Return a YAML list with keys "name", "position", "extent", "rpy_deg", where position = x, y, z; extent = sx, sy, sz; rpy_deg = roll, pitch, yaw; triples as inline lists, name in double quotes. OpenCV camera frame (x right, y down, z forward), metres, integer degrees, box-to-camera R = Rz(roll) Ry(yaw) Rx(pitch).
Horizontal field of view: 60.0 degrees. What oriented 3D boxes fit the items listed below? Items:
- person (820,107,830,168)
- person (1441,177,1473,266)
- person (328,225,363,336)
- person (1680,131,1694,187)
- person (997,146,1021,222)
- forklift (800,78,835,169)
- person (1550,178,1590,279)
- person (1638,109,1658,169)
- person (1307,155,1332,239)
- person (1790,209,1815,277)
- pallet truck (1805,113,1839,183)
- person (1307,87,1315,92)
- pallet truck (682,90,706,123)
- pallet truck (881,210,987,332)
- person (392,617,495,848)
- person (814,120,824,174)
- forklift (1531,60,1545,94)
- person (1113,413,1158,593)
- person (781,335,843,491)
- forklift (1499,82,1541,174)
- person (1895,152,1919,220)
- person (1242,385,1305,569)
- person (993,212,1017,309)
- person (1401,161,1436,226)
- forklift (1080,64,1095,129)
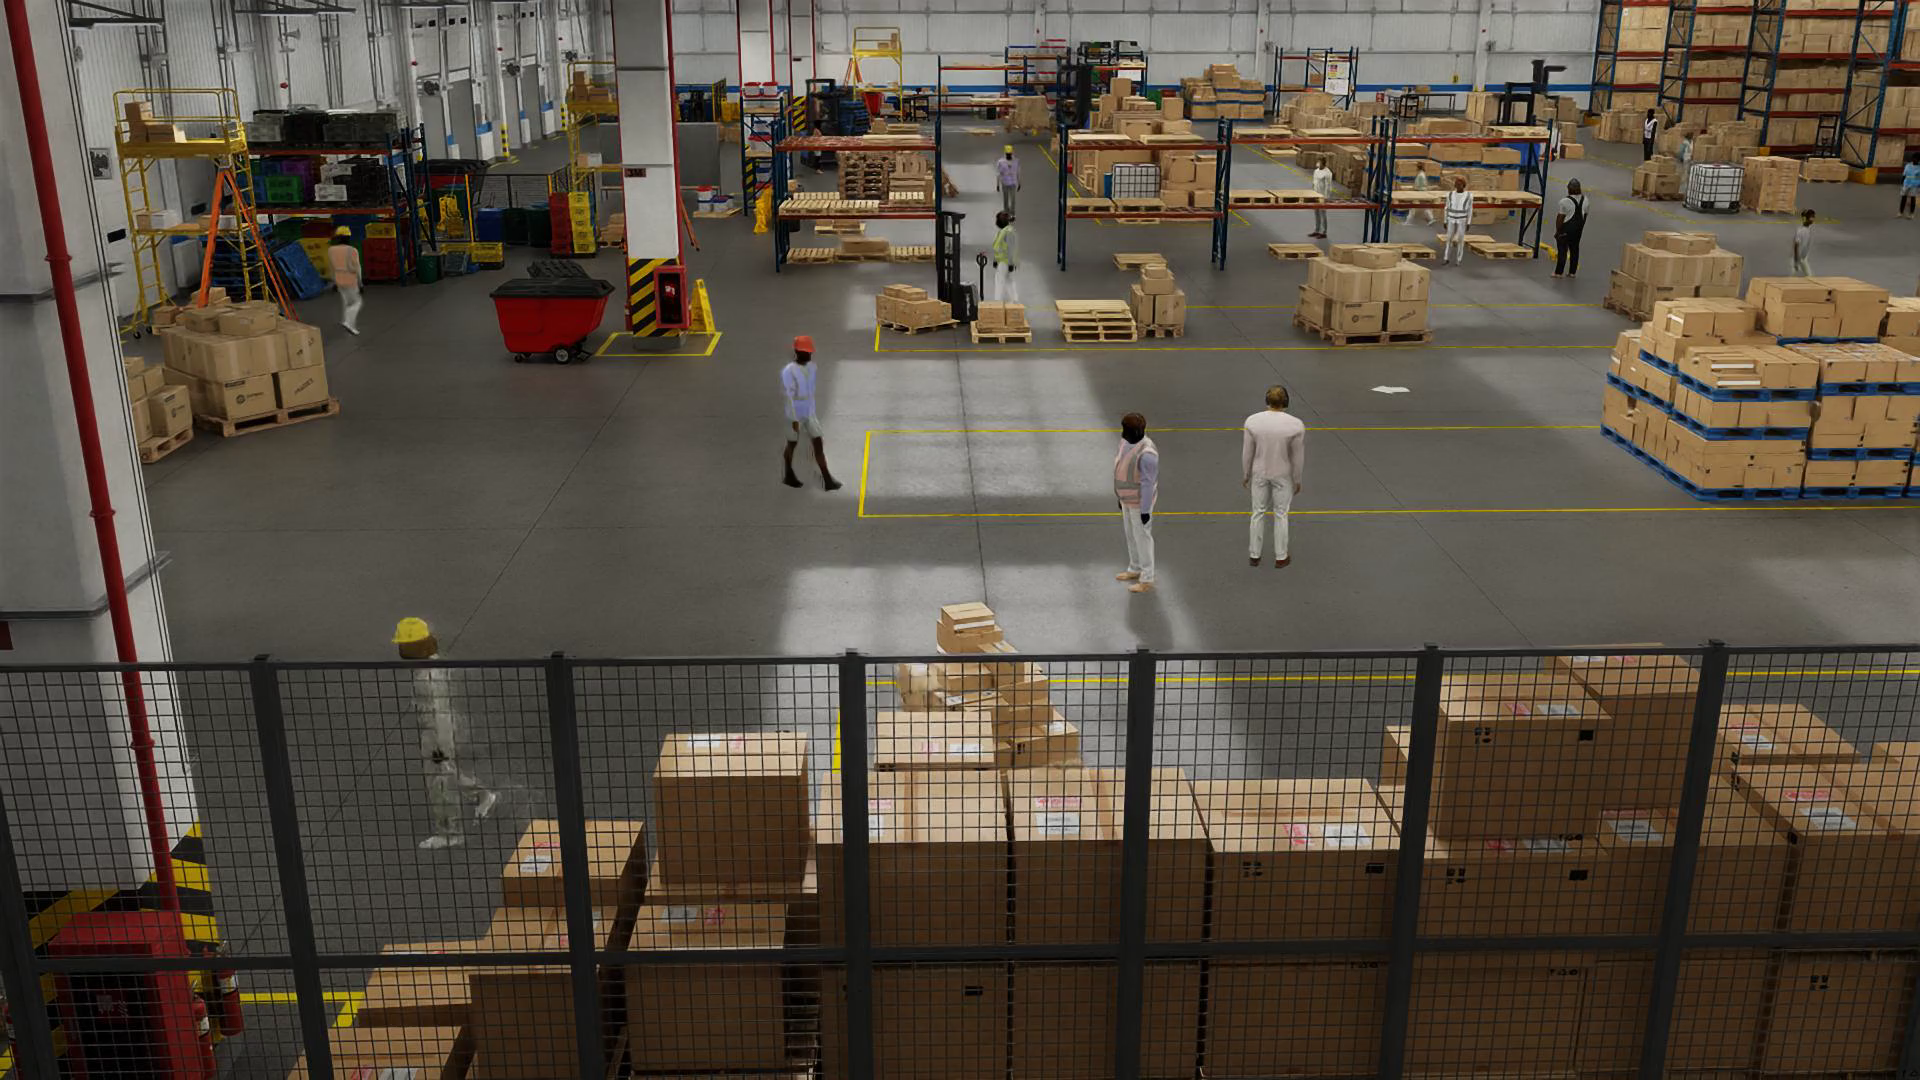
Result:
- name: "person"
  position: [-4.421, -13.172, 54.449]
  extent: [0.415, 1.922, 0.657]
  rpy_deg: [0, 19, 0]
- name: "person"
  position: [10.651, -6.812, 35.618]
  extent: [0.574, 1.882, 0.358]
  rpy_deg: [10, 21, 28]
- name: "person"
  position: [-10.514, -4.431, 28.518]
  extent: [0.616, 1.906, 0.484]
  rpy_deg: [5, 19, 13]
- name: "person"
  position: [21.539, -11.337, 49.429]
  extent: [0.537, 1.624, 0.494]
  rpy_deg: [-17, 25, -41]
- name: "person"
  position: [1.239, -9.069, 42.326]
  extent: [0.616, 1.870, 0.995]
  rpy_deg: [-1, 19, -2]
- name: "forklift"
  position: [-4.527, -13.620, 54.275]
  extent: [1.129, 2.768, 1.873]
  rpy_deg: [-6, 20, -18]
- name: "person"
  position: [12.475, -6.391, 34.126]
  extent: [0.682, 2.000, 0.537]
  rpy_deg: [-6, 20, -17]
- name: "person"
  position: [22.385, -13.017, 53.985]
  extent: [0.390, 1.912, 0.589]
  rpy_deg: [-2, 19, -7]
- name: "person"
  position: [8.558, -8.136, 39.459]
  extent: [0.352, 1.937, 0.635]
  rpy_deg: [-7, 20, -20]
- name: "person"
  position: [15.701, -5.209, 30.915]
  extent: [0.550, 1.846, 0.653]
  rpy_deg: [-13, 23, -34]
- name: "pallet truck"
  position: [26.403, -11.957, 50.702]
  extent: [0.823, 1.965, 1.885]
  rpy_deg: [6, 19, 16]
- name: "person"
  position: [13.678, -16.921, 65.622]
  extent: [1.027, 1.889, 0.538]
  rpy_deg: [5, 19, 14]
- name: "pallet truck"
  position: [-9.671, -15.907, 62.421]
  extent: [0.823, 1.965, 1.885]
  rpy_deg: [5, 19, 15]
- name: "pallet truck"
  position: [-0.493, -4.759, 29.349]
  extent: [1.885, 1.965, 0.823]
  rpy_deg: [-13, 23, -34]
- name: "person"
  position: [-3.641, 1.339, 11.673]
  extent: [0.521, 1.724, 0.506]
  rpy_deg: [-6, 19, -16]
- name: "person"
  position: [-4.480, -12.415, 52.531]
  extent: [0.318, 1.690, 0.541]
  rpy_deg: [-3, 19, -8]
- name: "forklift"
  position: [22.941, -17.687, 66.340]
  extent: [1.873, 2.768, 1.129]
  rpy_deg: [8, 20, 23]
- name: "person"
  position: [1.751, -0.386, 16.659]
  extent: [0.432, 1.831, 0.636]
  rpy_deg: [-5, 19, -15]
- name: "person"
  position: [-1.819, -1.494, 19.827]
  extent: [0.555, 1.890, 0.974]
  rpy_deg: [-16, 25, -40]
- name: "forklift"
  position: [17.612, -13.042, 52.560]
  extent: [1.129, 2.768, 1.873]
  rpy_deg: [-1, 19, -1]
- name: "person"
  position: [24.381, -9.076, 42.620]
  extent: [0.317, 1.696, 0.539]
  rpy_deg: [-15, 24, -37]
- name: "person"
  position: [3.239, -0.657, 17.270]
  extent: [0.630, 1.938, 0.366]
  rpy_deg: [7, 20, 20]
- name: "person"
  position: [0.728, -5.147, 30.788]
  extent: [0.817, 1.809, 0.656]
  rpy_deg: [-4, 19, -11]
- name: "person"
  position: [11.481, -8.598, 41.343]
  extent: [0.810, 1.605, 0.527]
  rpy_deg: [6, 20, 17]
- name: "forklift"
  position: [4.802, -16.587, 63.077]
  extent: [1.873, 2.768, 1.129]
  rpy_deg: [-1, 19, -2]
